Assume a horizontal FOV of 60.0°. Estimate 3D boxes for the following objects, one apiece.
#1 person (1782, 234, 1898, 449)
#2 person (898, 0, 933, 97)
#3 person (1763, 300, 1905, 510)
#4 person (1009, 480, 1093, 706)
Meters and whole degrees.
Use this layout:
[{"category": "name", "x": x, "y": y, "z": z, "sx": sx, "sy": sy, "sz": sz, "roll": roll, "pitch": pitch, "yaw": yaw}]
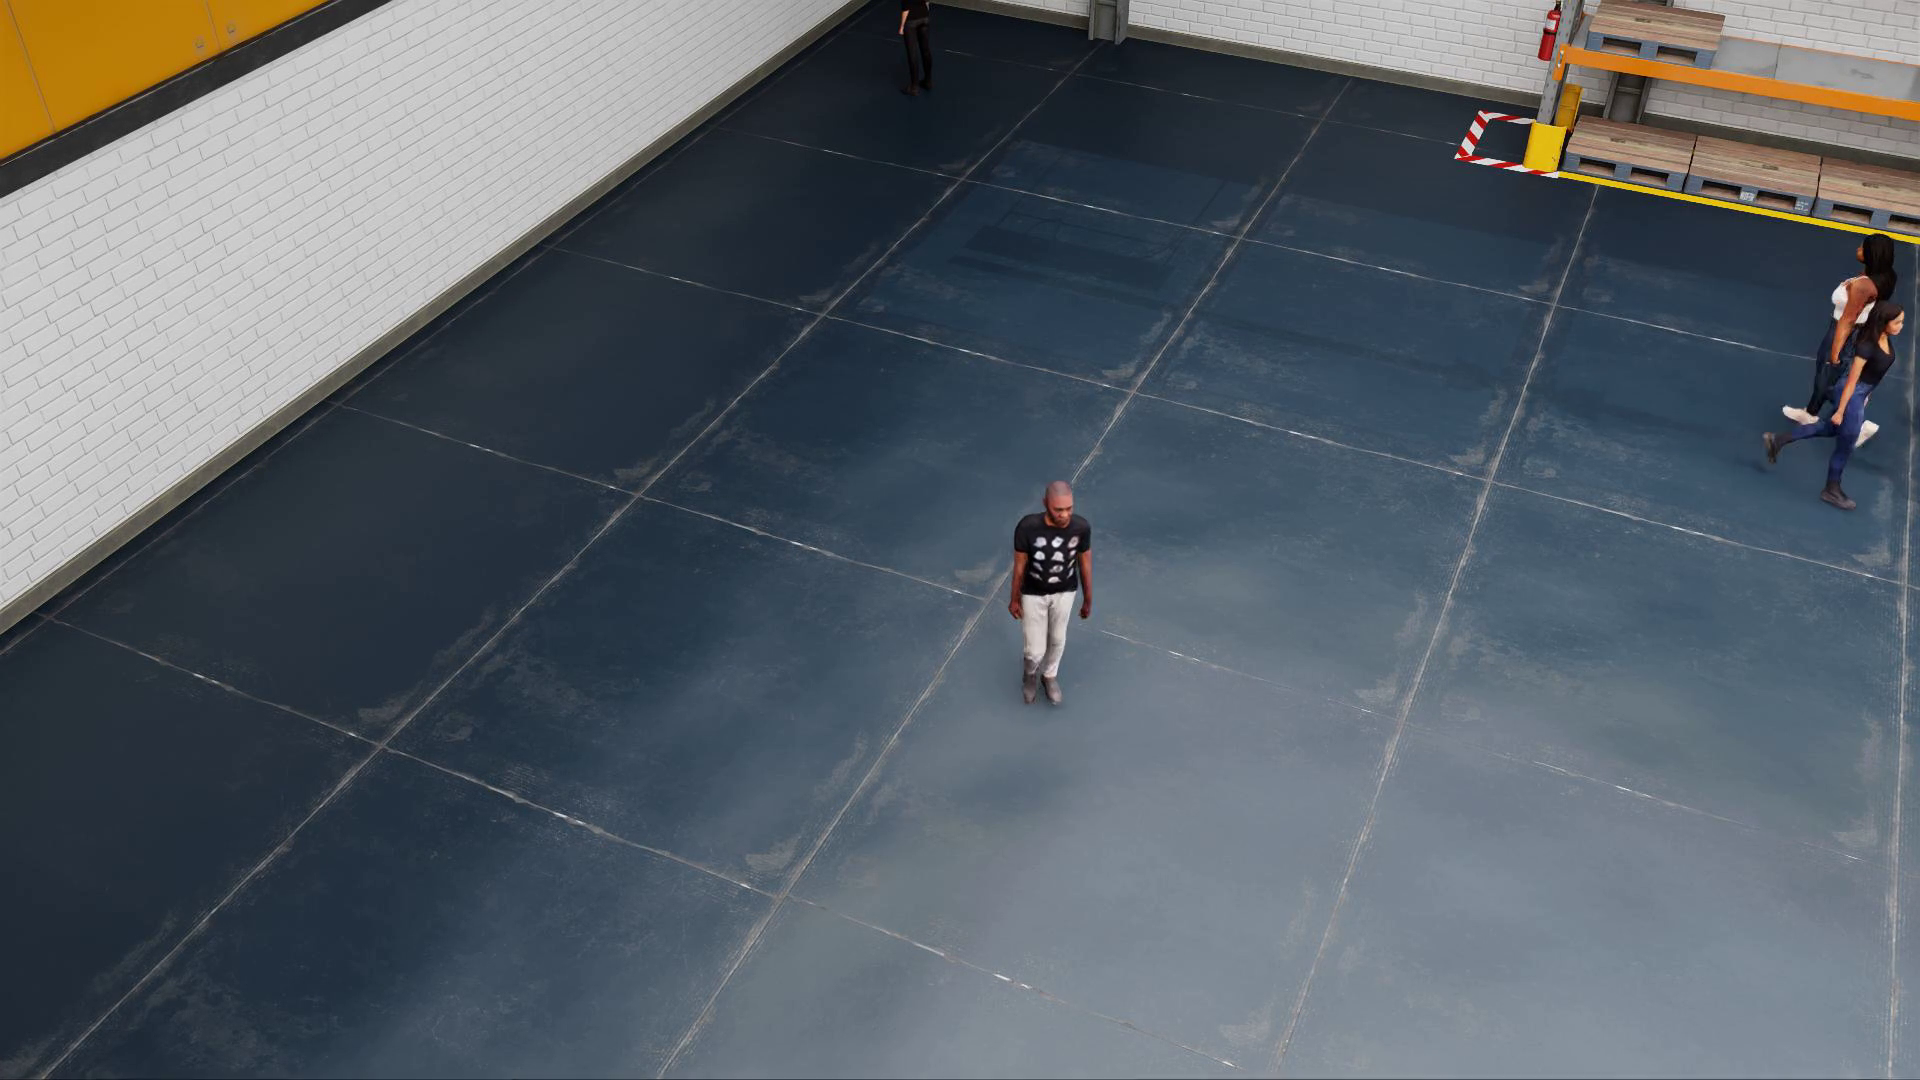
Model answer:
[{"category": "person", "x": 7.043, "y": -1.524, "z": 13.031, "sx": 0.919, "sy": 1.788, "sz": 1.118, "roll": -26, "pitch": 45, "yaw": -28}, {"category": "person", "x": -0.487, "y": -5.770, "z": 18.466, "sx": 0.656, "sy": 1.641, "sz": 0.634, "roll": -30, "pitch": 48, "yaw": -32}, {"category": "person", "x": 6.611, "y": -1.075, "z": 12.523, "sx": 1.094, "sy": 1.721, "sz": 0.729, "roll": 28, "pitch": 46, "yaw": 30}, {"category": "person", "x": 0.557, "y": 0.294, "z": 10.753, "sx": 0.771, "sy": 1.789, "sz": 0.862, "roll": -5, "pitch": 39, "yaw": -7}]
